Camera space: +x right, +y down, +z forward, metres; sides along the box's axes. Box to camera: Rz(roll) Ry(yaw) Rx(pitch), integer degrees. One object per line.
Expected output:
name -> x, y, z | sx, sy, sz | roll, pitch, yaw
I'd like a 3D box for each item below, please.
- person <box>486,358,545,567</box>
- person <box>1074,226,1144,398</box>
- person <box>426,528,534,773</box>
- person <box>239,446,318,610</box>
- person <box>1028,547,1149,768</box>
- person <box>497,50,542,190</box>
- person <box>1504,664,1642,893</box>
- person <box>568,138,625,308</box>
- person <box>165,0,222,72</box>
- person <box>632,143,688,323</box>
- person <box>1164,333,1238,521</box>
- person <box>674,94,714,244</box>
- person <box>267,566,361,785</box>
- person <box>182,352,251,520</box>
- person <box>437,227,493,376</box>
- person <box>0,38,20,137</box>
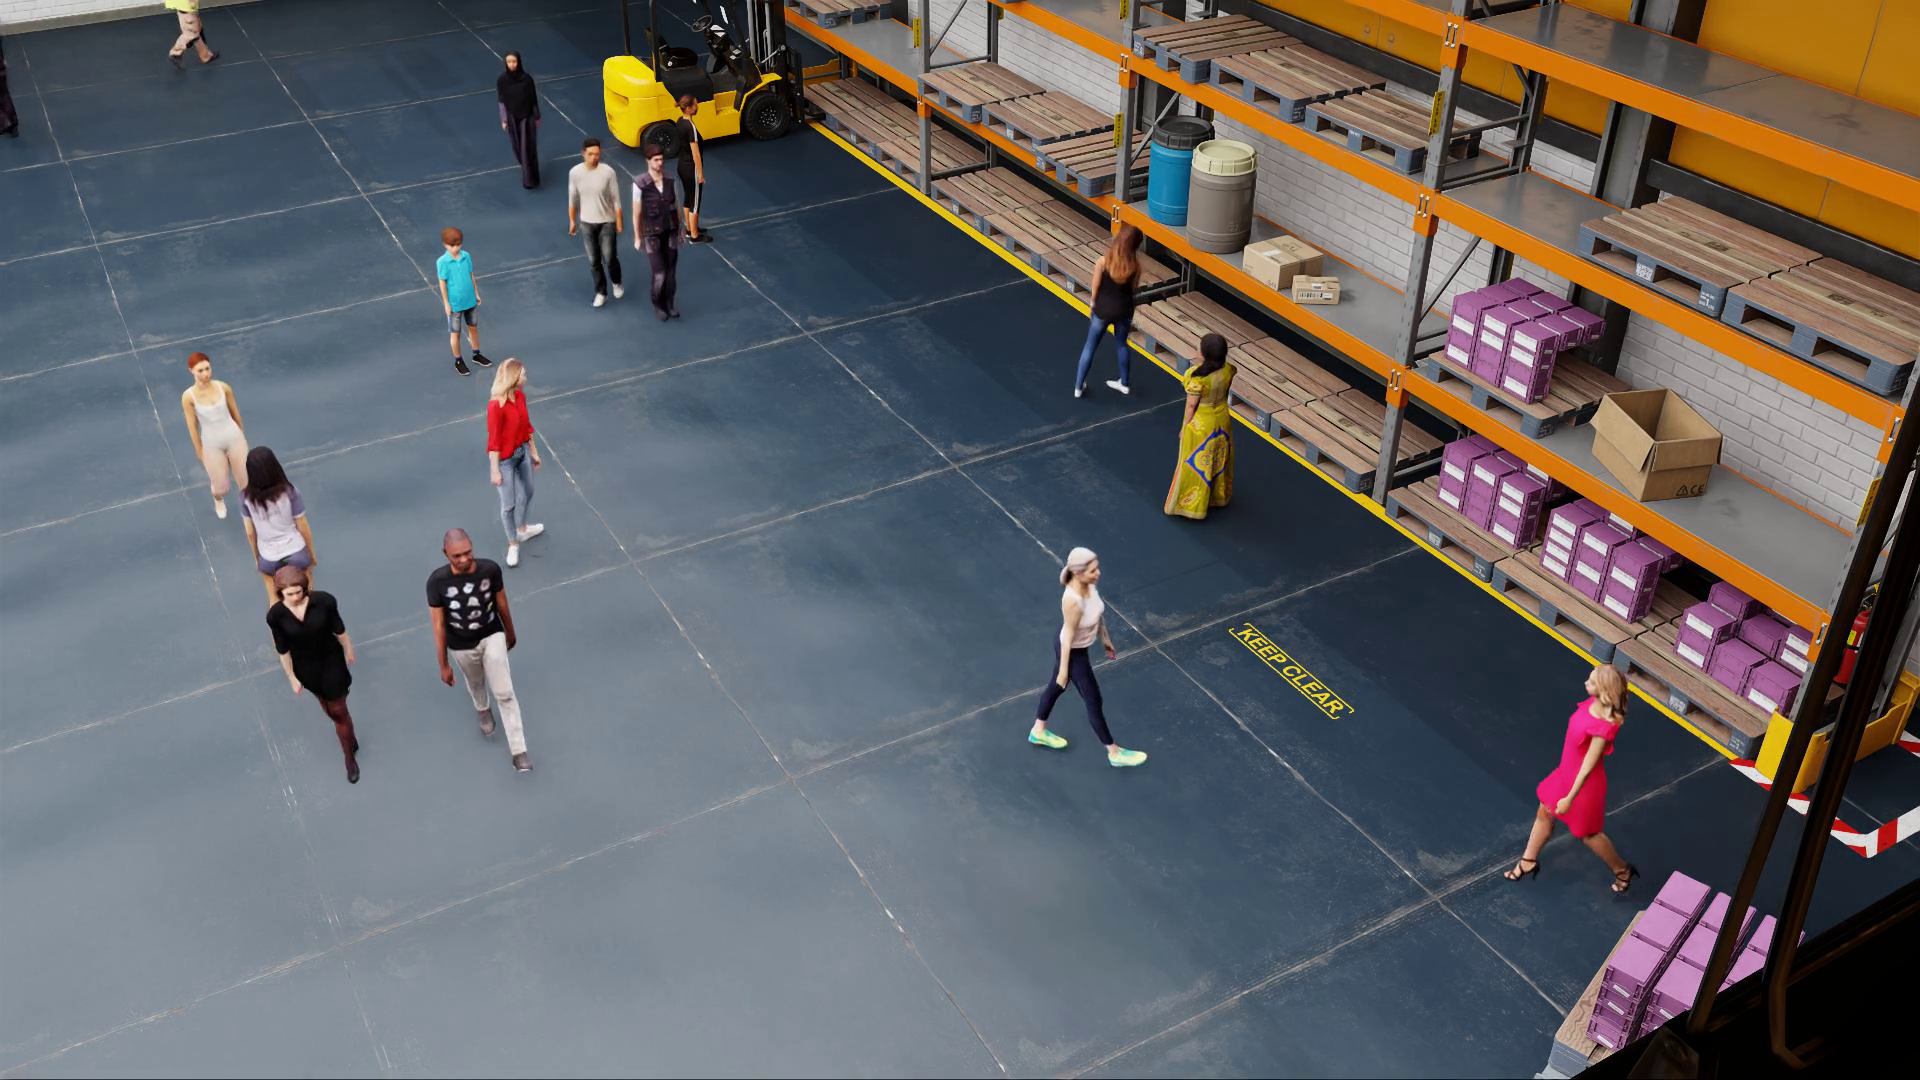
person -> -3.565, -0.603, 13.069 | 0.788, 1.688, 0.763 | 20, 38, 27
person -> 1.449, -2.061, 15.265 | 0.810, 1.684, 0.781 | -8, 34, -12
person -> -3.252, 0.651, 11.123 | 0.790, 1.752, 1.231 | -13, 36, -19
person -> -4.867, 0.118, 11.948 | 0.637, 1.727, 0.610 | -8, 34, -12
person -> 0.669, 0.748, 11.054 | 1.119, 1.668, 1.055 | 9, 35, 13
person -> -5.235, -5.067, 19.867 | 0.923, 1.597, 1.174 | -2, 34, -3
person -> 3.798, 1.477, 9.930 | 0.999, 1.698, 1.023 | 3, 34, 5
person -> -3.672, -3.290, 17.013 | 0.830, 1.797, 0.874 | 5, 34, 8
person -> -10.960, -7.522, 23.355 | 1.123, 1.824, 0.985 | 25, 41, 33
person -> -3.064, -3.105, 16.697 | 0.734, 1.838, 0.698 | -25, 41, -32
person -> 2.001, -0.944, 13.609 | 0.887, 1.658, 0.812 | -23, 40, -31
person -> -2.982, -4.104, 18.355 | 0.645, 1.668, 0.463 | -16, 37, -23
person -> -4.245, 0.779, 11.005 | 0.703, 1.671, 0.836 | -11, 35, -16
person -> -5.974, -0.794, 13.407 | 0.625, 1.631, 0.760 | -26, 42, -33
person -> -4.767, -2.305, 15.845 | 0.570, 1.449, 0.578 | 27, 42, 34
person -> -12.259, -5.998, 20.996 | 0.907, 1.896, 0.852 | 19, 38, 26
